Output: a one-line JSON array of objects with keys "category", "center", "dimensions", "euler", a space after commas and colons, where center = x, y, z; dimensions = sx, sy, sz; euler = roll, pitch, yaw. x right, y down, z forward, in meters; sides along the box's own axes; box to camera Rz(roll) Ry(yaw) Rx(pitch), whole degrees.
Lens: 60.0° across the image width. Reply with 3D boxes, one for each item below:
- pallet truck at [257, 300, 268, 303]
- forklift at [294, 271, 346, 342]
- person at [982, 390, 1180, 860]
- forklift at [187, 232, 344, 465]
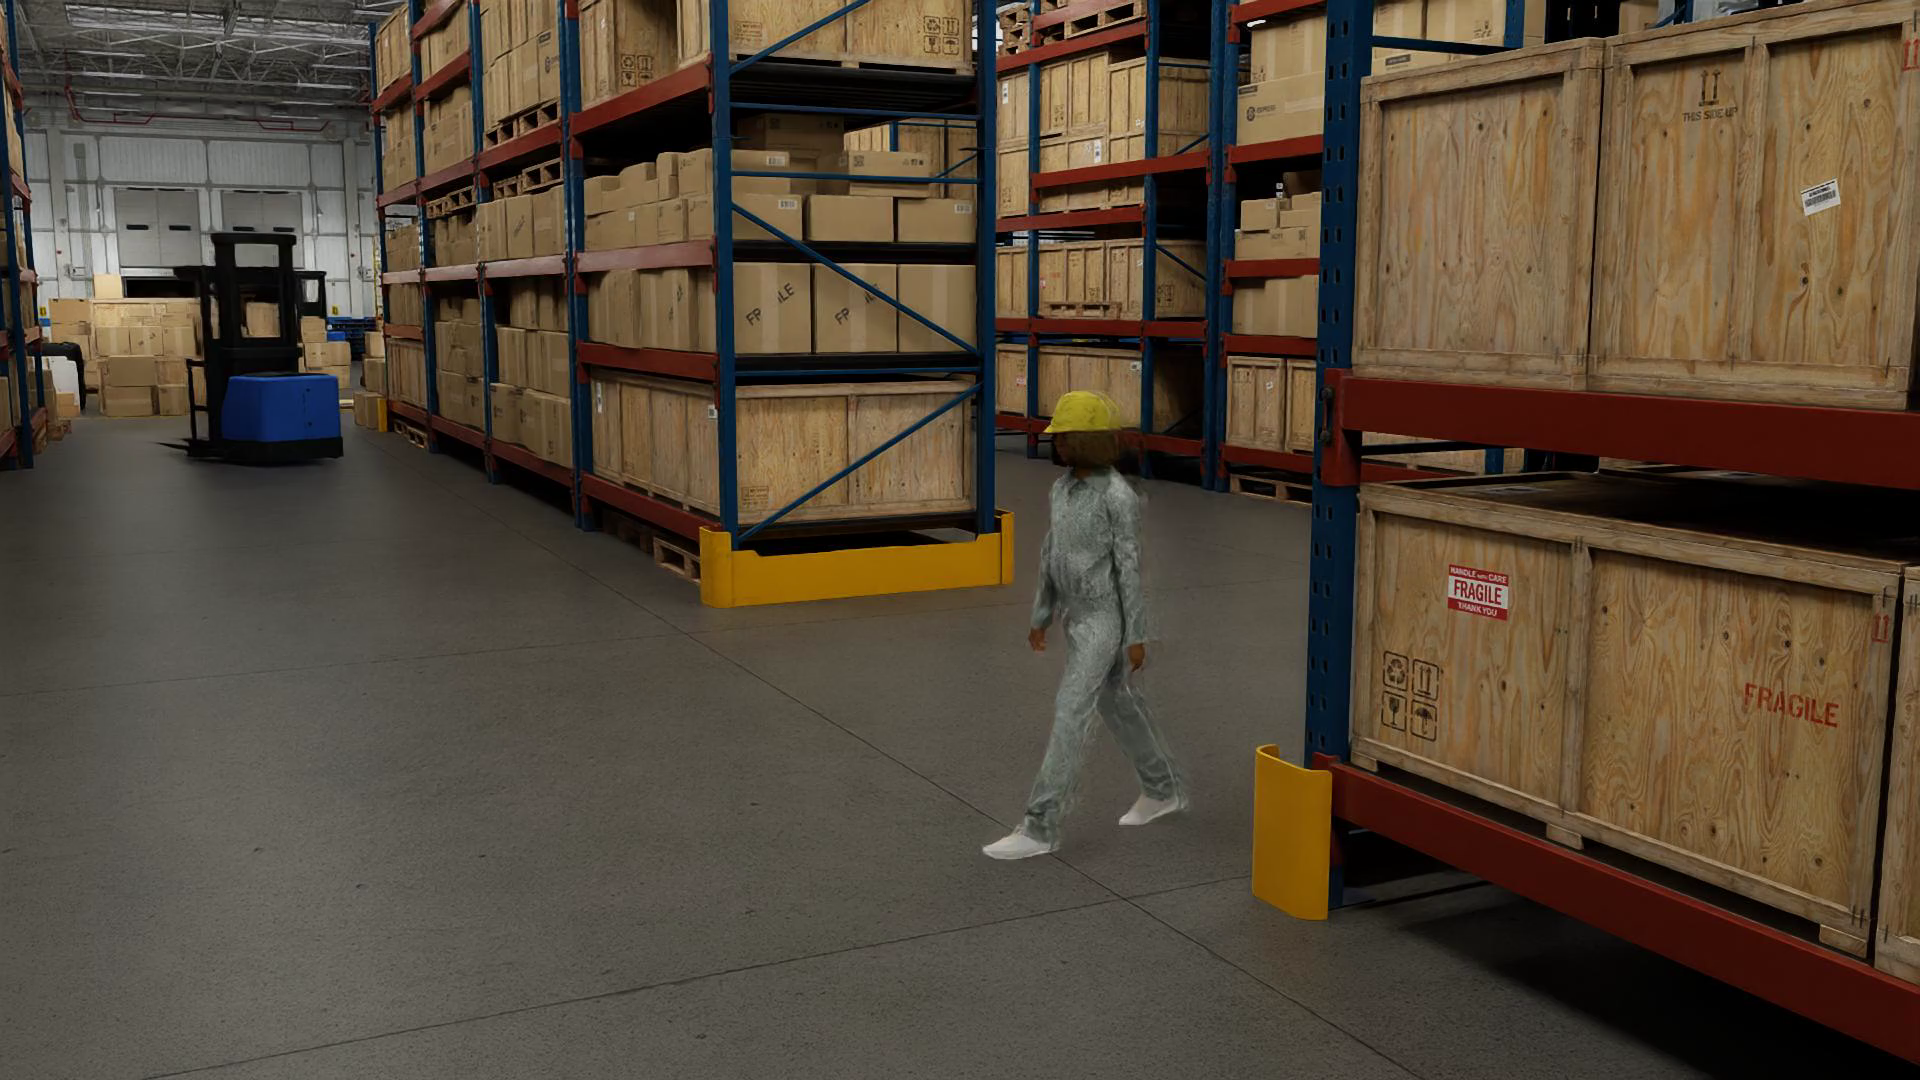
[{"category": "pallet truck", "center": [-23.913, -7.404, 58.171], "dimensions": [1.885, 1.965, 0.823], "euler": [-1, 8, -9]}, {"category": "forklift", "center": [-18.602, -6.327, 47.715], "dimensions": [1.873, 2.768, 1.129], "euler": [6, 10, 37]}, {"category": "person", "center": [0.491, 0.290, 6.154], "dimensions": [0.911, 1.696, 0.503], "euler": [-4, 9, -27]}, {"category": "forklift", "center": [-8.648, -2.392, 20.582], "dimensions": [1.873, 2.768, 1.129], "euler": [7, 11, 38]}]
